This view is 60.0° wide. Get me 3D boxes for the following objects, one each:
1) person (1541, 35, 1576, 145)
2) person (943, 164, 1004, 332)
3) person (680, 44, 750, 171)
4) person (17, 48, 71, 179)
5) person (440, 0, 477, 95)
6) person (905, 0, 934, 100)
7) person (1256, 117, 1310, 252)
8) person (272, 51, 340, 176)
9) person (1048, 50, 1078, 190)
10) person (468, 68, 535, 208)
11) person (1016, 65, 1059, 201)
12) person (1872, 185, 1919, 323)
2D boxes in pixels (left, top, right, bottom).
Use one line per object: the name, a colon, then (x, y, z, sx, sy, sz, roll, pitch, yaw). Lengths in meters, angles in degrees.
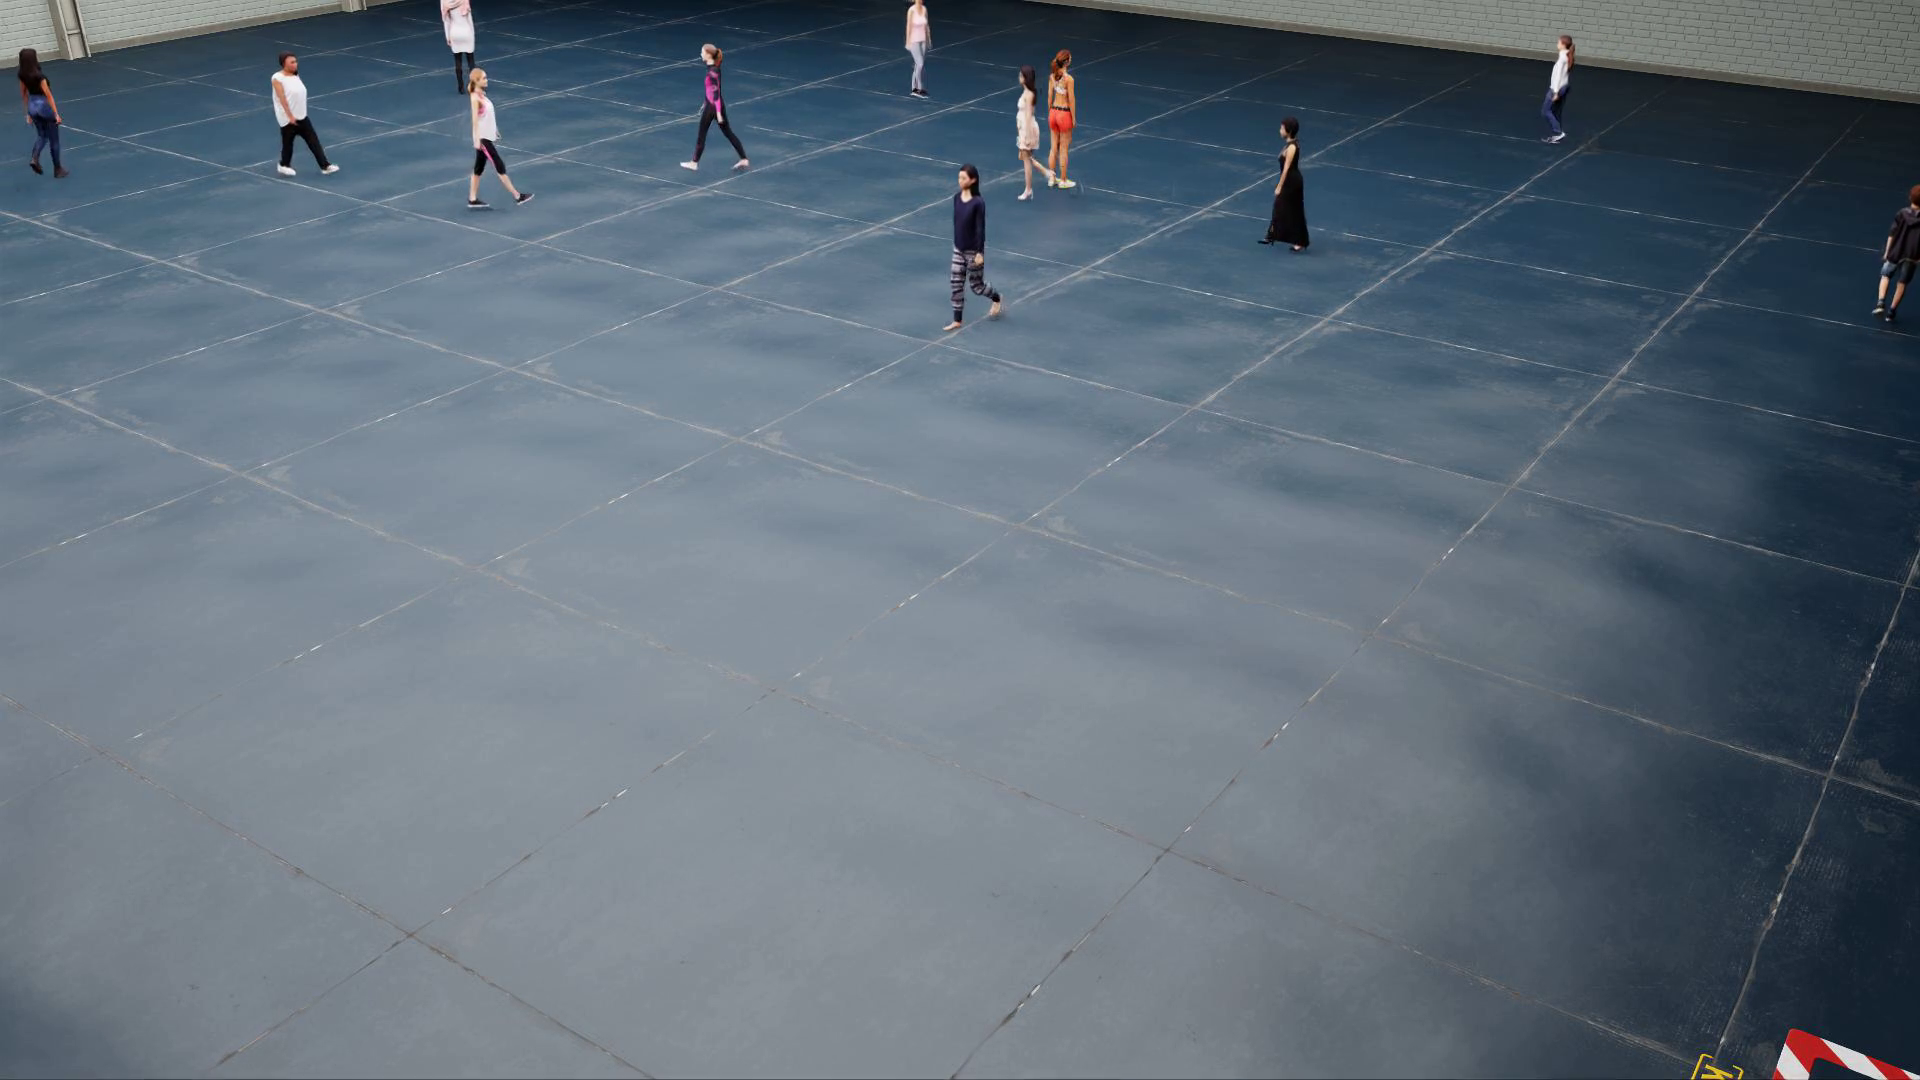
person: (8.748, -6.495, 24.061, 0.605, 1.545, 0.566, 21, 34, 35)
person: (0.155, -3.024, 17.136, 1.067, 1.713, 0.761, -22, 35, -36)
person: (-3.242, -5.837, 22.620, 1.082, 1.694, 1.156, 0, 27, 0)
person: (-12.355, -5.687, 22.295, 0.739, 1.725, 0.905, 6, 28, 12)
person: (-8.131, -8.198, 27.089, 0.713, 1.800, 0.787, -7, 28, -13)
person: (-0.738, -8.038, 26.876, 0.760, 1.710, 0.713, -24, 36, -38)
person: (3.951, -4.127, 19.435, 0.863, 1.569, 0.885, 4, 28, 8)
person: (-9.045, -5.716, 22.439, 0.900, 1.645, 1.105, 9, 29, 17)
person: (1.336, -5.569, 21.994, 0.623, 1.790, 0.592, 24, 36, 38)
person: (-6.096, -5.030, 20.995, 1.105, 1.748, 1.118, -1, 27, -3)
person: (0.964, -5.221, 21.388, 0.891, 1.726, 0.848, -3, 27, -5)
person: (9.841, -2.972, 17.336, 0.548, 1.437, 0.543, 15, 31, 27)
